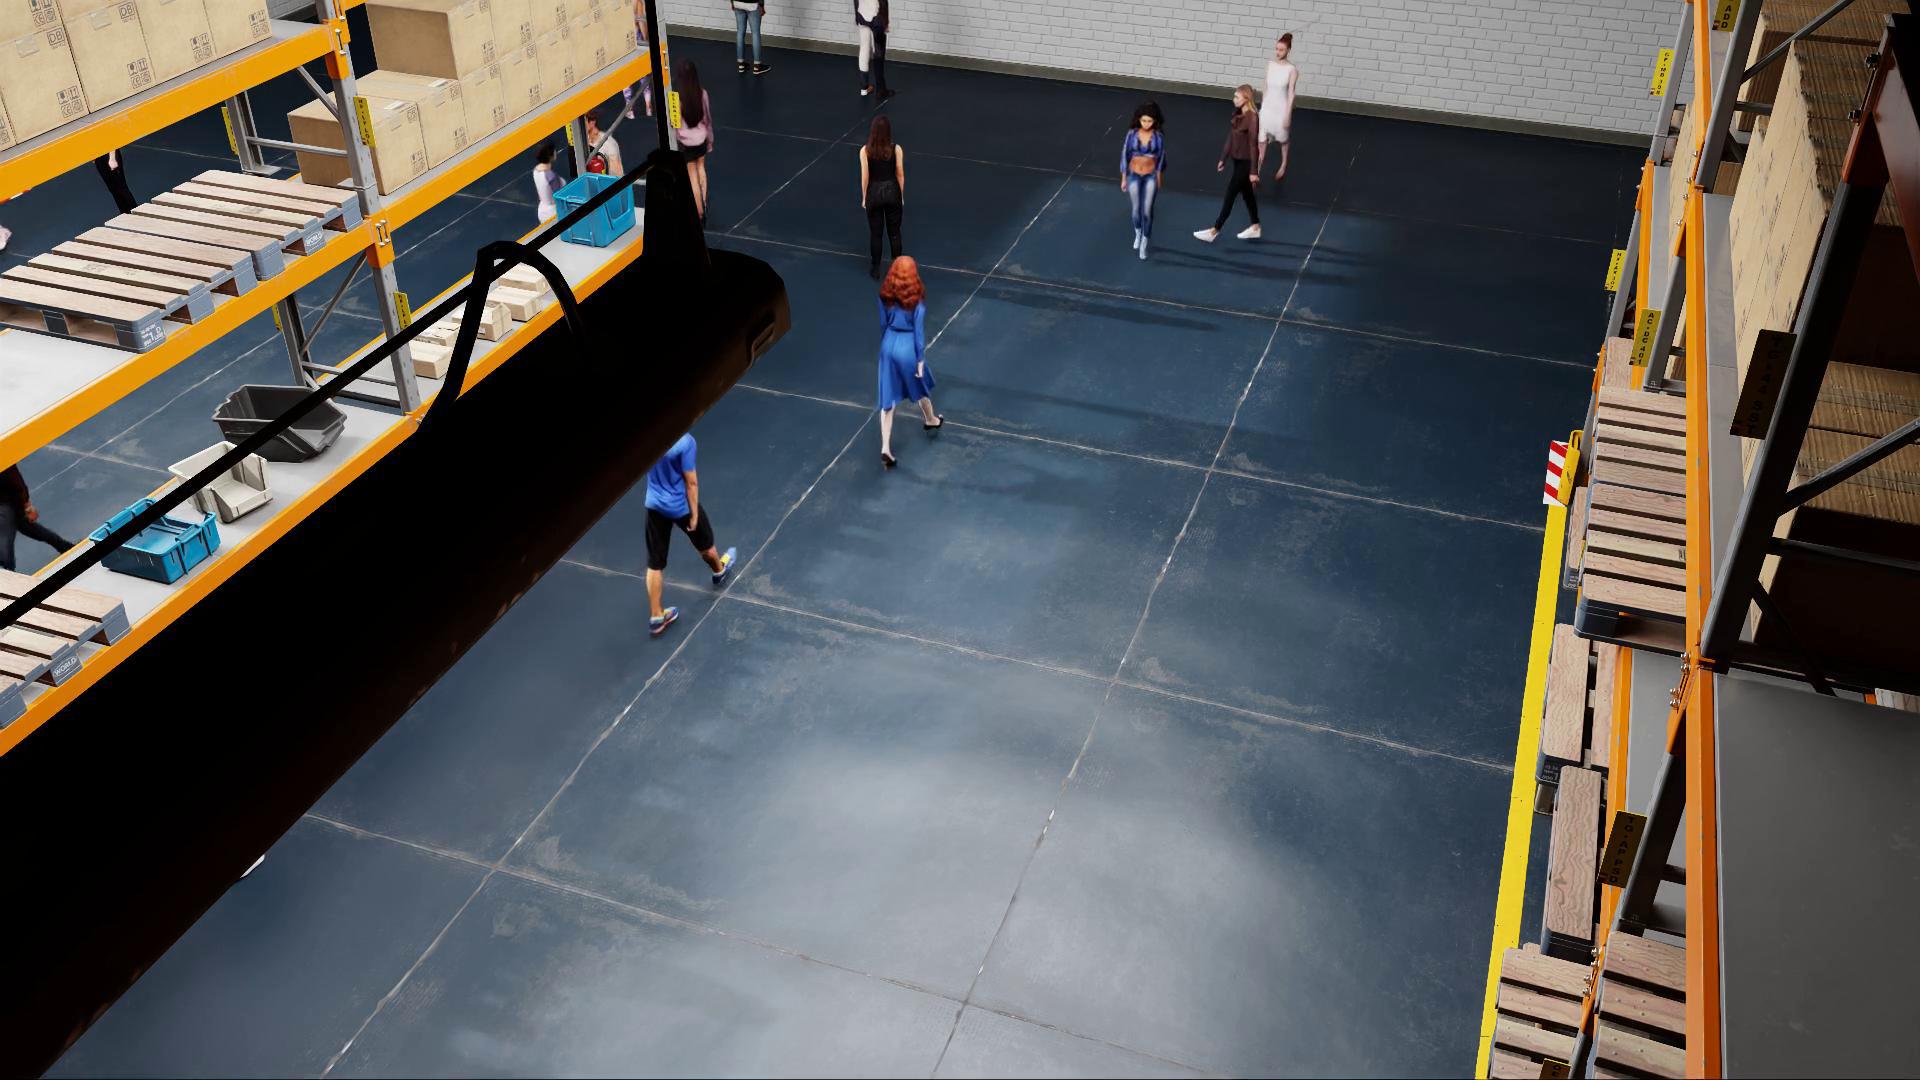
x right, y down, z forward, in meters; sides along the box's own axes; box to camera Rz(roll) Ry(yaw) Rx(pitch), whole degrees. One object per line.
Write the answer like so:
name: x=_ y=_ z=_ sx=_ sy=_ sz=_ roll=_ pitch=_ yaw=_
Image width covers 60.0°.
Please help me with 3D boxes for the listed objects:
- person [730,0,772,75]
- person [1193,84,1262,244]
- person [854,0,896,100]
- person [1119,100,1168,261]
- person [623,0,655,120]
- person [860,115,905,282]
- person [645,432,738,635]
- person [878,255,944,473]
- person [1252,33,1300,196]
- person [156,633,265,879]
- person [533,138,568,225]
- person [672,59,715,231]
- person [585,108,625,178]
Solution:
person: x=-2.828 y=-7.107 z=21.982 sx=0.671 sy=1.820 sz=0.559 roll=14 pitch=36 yaw=19
person: x=3.023 y=-3.885 z=17.274 sx=1.021 sy=1.667 sz=1.062 roll=-6 pitch=34 yaw=-9
person: x=-1.127 y=-6.599 z=21.153 sx=0.743 sy=1.892 sz=0.698 roll=23 pitch=40 yaw=30
person: x=1.884 y=-3.743 z=17.116 sx=0.652 sy=1.605 sz=0.757 roll=9 pitch=35 yaw=13
person: x=-4.072 y=-6.110 z=20.532 sx=0.670 sy=1.767 sz=0.719 roll=-12 pitch=36 yaw=-18
person: x=-0.760 y=-3.393 z=16.515 sx=0.674 sy=1.688 sz=0.693 roll=-4 pitch=34 yaw=-6
person: x=-2.058 y=-0.176 z=11.559 sx=0.601 sy=1.817 sz=1.178 roll=12 pitch=35 yaw=17
person: x=-0.525 y=-1.381 z=13.404 sx=0.746 sy=1.781 sz=1.155 roll=17 pitch=37 yaw=23
person: x=3.573 y=-4.723 z=18.463 sx=0.800 sy=1.746 sz=1.125 roll=23 pitch=40 yaw=30
person: x=-4.325 y=1.215 z=9.551 sx=0.684 sy=1.723 sz=0.635 roll=21 pitch=39 yaw=29
person: x=-4.008 y=-3.144 z=16.269 sx=0.977 sy=1.545 sz=0.829 roll=-27 pitch=42 yaw=-34
person: x=-2.796 y=-4.125 z=17.518 sx=0.799 sy=1.797 sz=0.859 roll=-15 pitch=36 yaw=-21
person: x=-3.367 y=-3.400 z=16.373 sx=0.894 sy=1.857 sz=1.039 roll=24 pitch=41 yaw=32
